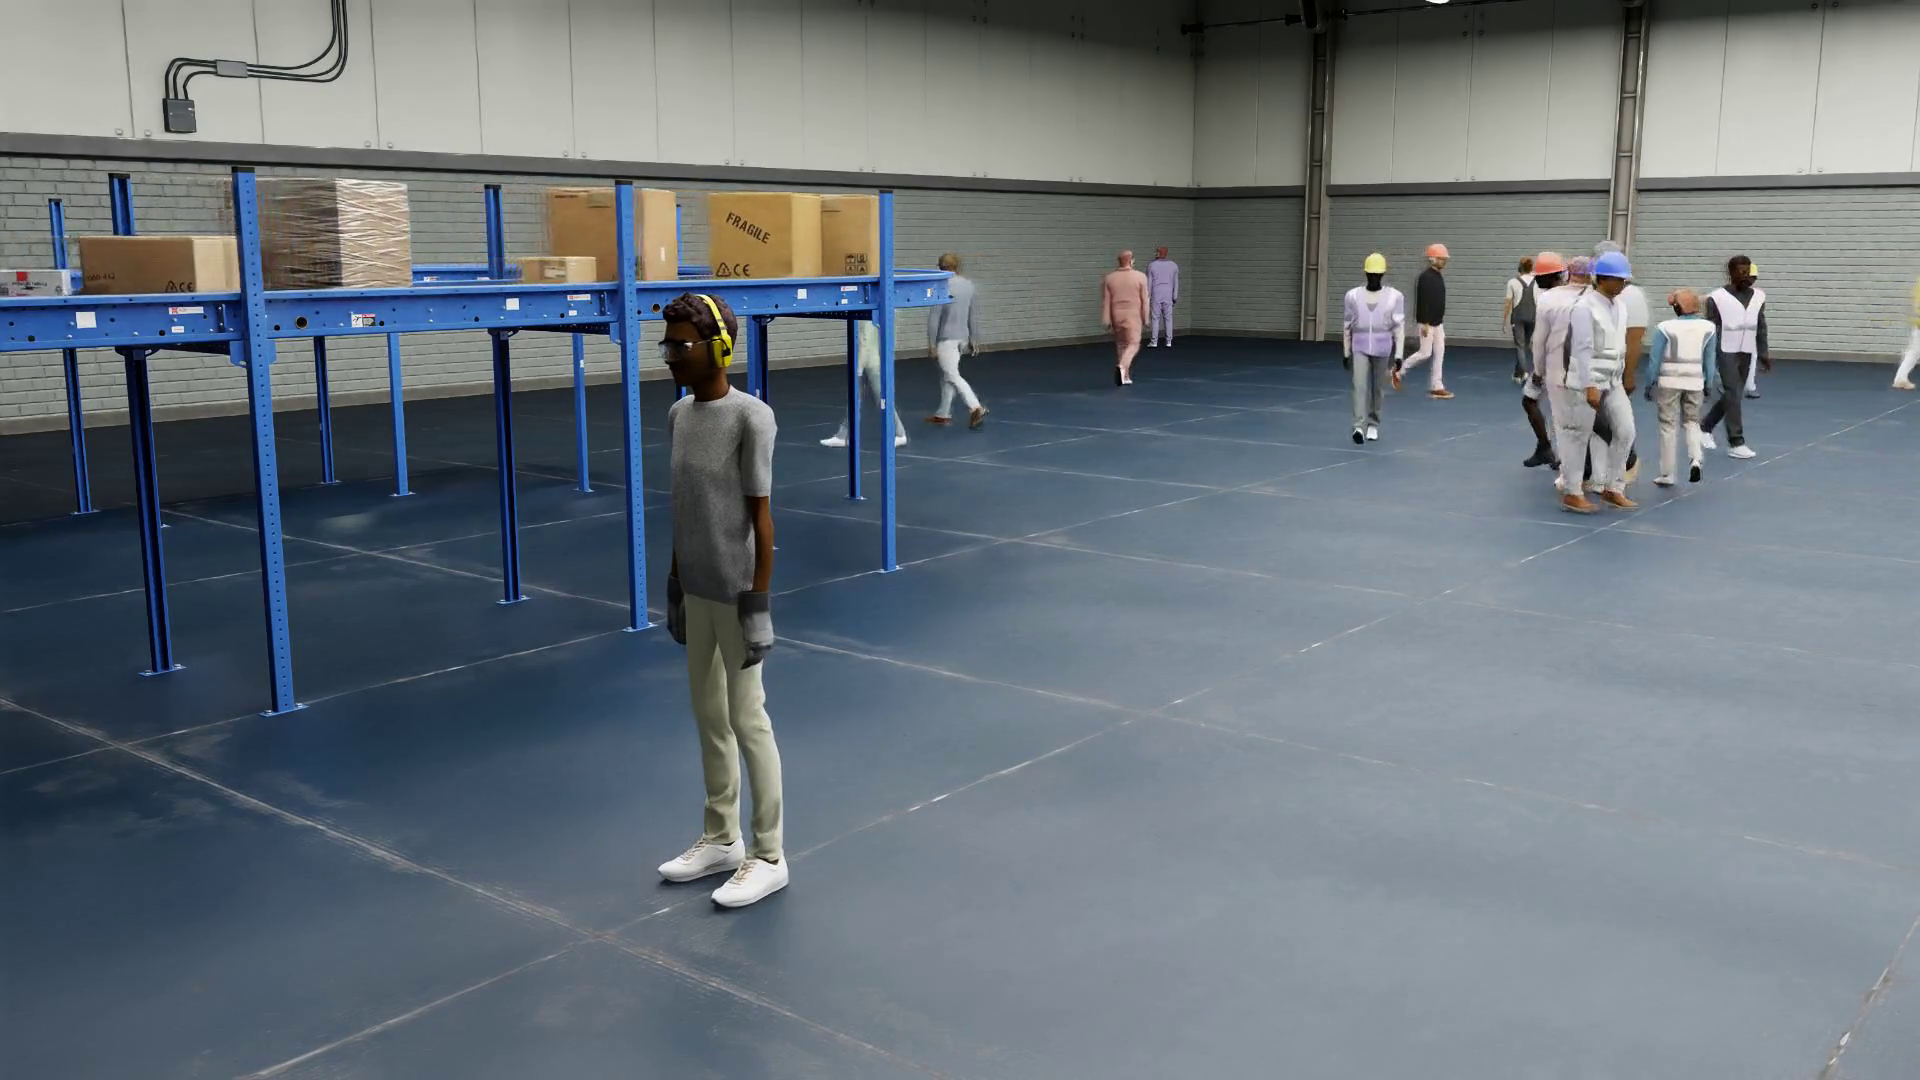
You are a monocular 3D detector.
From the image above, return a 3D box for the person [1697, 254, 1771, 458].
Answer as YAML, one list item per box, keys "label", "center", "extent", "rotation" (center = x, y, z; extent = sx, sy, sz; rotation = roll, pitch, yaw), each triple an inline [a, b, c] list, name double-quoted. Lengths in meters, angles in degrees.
- label: "person"
  center: [7.328, -1.768, 15.822]
  extent: [0.589, 1.889, 0.925]
  rotation: [-3, 11, -16]

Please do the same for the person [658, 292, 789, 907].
- label: "person"
  center: [-0.741, 0.179, 5.117]
  extent: [0.313, 1.865, 0.515]
  rotation: [-10, 14, -43]

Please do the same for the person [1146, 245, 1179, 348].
- label: "person"
  center: [3.779, -4.579, 31.325]
  extent: [0.651, 1.911, 0.409]
  rotation: [-2, 11, -13]

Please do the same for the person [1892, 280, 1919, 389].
- label: "person"
  center: [13.187, -2.929, 22.521]
  extent: [0.873, 1.801, 0.647]
  rotation: [2, 10, 11]

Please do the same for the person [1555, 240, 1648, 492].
- label: "person"
  center: [5.078, -1.357, 13.235]
  extent: [0.585, 2.000, 0.703]
  rotation: [-3, 11, -16]

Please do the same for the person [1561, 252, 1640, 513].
- label: "person"
  center: [4.761, -1.139, 12.215]
  extent: [0.624, 1.922, 0.675]
  rotation: [-6, 12, -31]

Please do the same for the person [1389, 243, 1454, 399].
- label: "person"
  center: [5.988, -2.814, 21.383]
  extent: [0.766, 1.978, 0.623]
  rotation: [9, 14, 41]

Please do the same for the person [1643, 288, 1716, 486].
- label: "person"
  center: [5.902, -1.248, 13.651]
  extent: [0.526, 1.624, 0.356]
  rotation: [0, 10, -2]

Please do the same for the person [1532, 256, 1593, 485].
- label: "person"
  center: [5.040, -1.387, 13.736]
  extent: [0.635, 1.876, 0.672]
  rotation: [0, 10, 2]

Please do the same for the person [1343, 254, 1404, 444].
- label: "person"
  center: [4.112, -1.897, 16.574]
  extent: [0.603, 1.871, 1.041]
  rotation: [3, 11, 17]

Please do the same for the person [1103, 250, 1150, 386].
- label: "person"
  center: [2.286, -3.062, 23.020]
  extent: [0.644, 1.880, 0.796]
  rotation: [5, 11, 27]

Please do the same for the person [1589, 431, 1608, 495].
- label: "person"
  center: [5.063, -1.177, 13.301]
  extent: [0.521, 1.615, 0.571]
  rotation: [-5, 11, -26]

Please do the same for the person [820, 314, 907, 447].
- label: "person"
  center: [-0.915, -1.693, 16.223]
  extent: [0.851, 1.586, 0.516]
  rotation: [-1, 10, -8]

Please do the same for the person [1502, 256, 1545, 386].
- label: "person"
  center: [7.880, -3.055, 23.216]
  extent: [0.516, 1.806, 0.953]
  rotation: [1, 10, 5]

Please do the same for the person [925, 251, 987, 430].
- label: "person"
  center: [-0.038, -2.142, 17.874]
  extent: [0.938, 1.910, 0.639]
  rotation: [9, 14, 40]

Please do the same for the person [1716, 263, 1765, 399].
- label: "person"
  center: [10.166, -2.743, 21.660]
  extent: [0.536, 1.730, 0.874]
  rotation: [0, 10, -2]

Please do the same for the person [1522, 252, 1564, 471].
- label: "person"
  center: [5.190, -1.554, 14.565]
  extent: [0.688, 1.903, 0.602]
  rotation: [-8, 13, -36]
